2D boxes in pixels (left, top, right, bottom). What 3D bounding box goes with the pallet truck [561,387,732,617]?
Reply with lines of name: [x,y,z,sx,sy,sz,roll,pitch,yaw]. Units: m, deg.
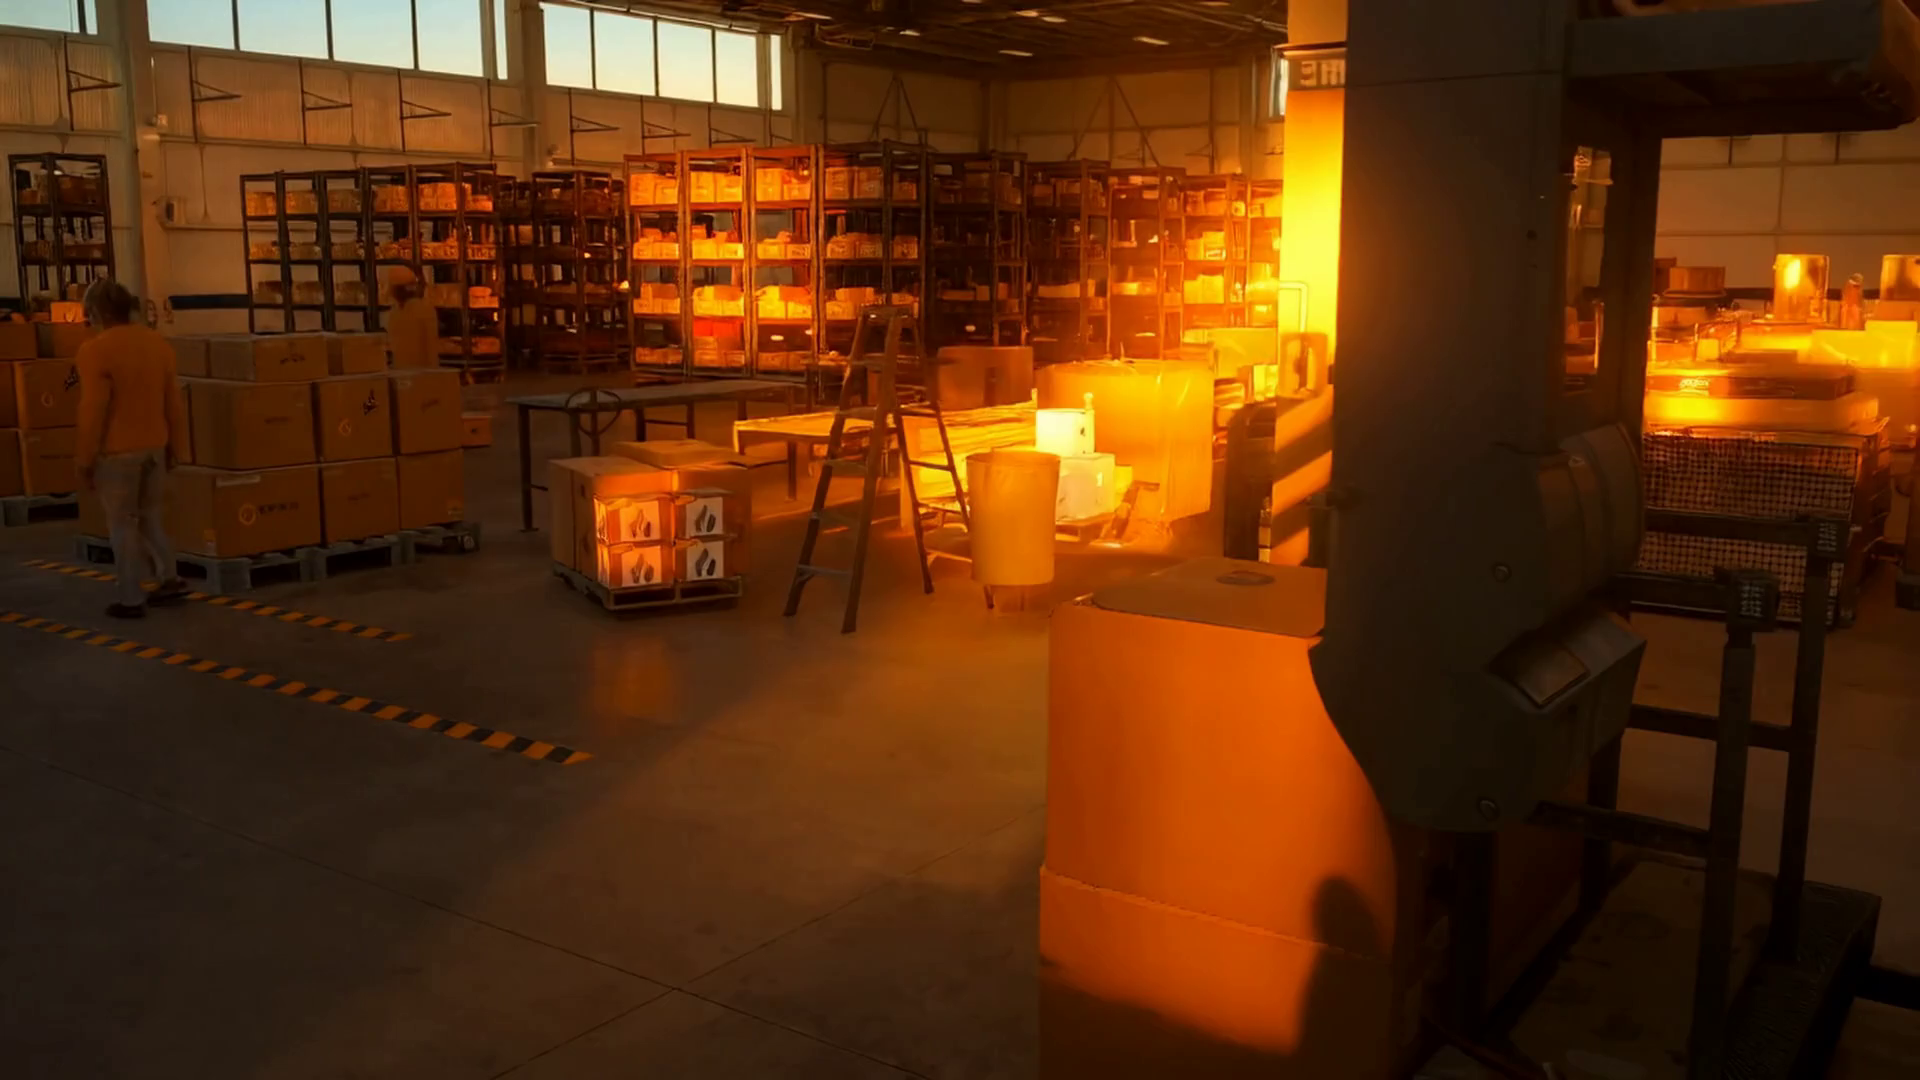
pallet truck: [-1.981,-0.274,10.088,0.680,1.201,1.601,-5,11,-28]

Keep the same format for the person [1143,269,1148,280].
person: [4.666,-5.884,41.694,0.589,1.829,0.624,4,10,22]

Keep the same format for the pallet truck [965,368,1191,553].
pallet truck: [0.845,-0.609,11.869,1.630,1.274,0.653,7,12,35]

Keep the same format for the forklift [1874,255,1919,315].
forklift: [22.089,-5.634,38.796,1.157,1.987,2.680,6,11,33]

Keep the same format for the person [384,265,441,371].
person: [-5.114,-1.572,15.566,0.642,1.981,0.575,4,10,23]

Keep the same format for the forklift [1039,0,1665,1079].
forklift: [1.249,-0.137,4.360,1.873,2.768,1.129,7,12,35]

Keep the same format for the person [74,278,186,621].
person: [-4.692,-0.504,9.372,0.415,1.932,0.644,3,10,17]

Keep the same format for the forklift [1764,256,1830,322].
forklift: [20.253,-5.854,40.139,1.157,1.987,2.680,7,12,35]

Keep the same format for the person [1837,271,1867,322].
person: [18.922,-4.765,35.110,0.741,1.803,0.614,-3,10,-15]
